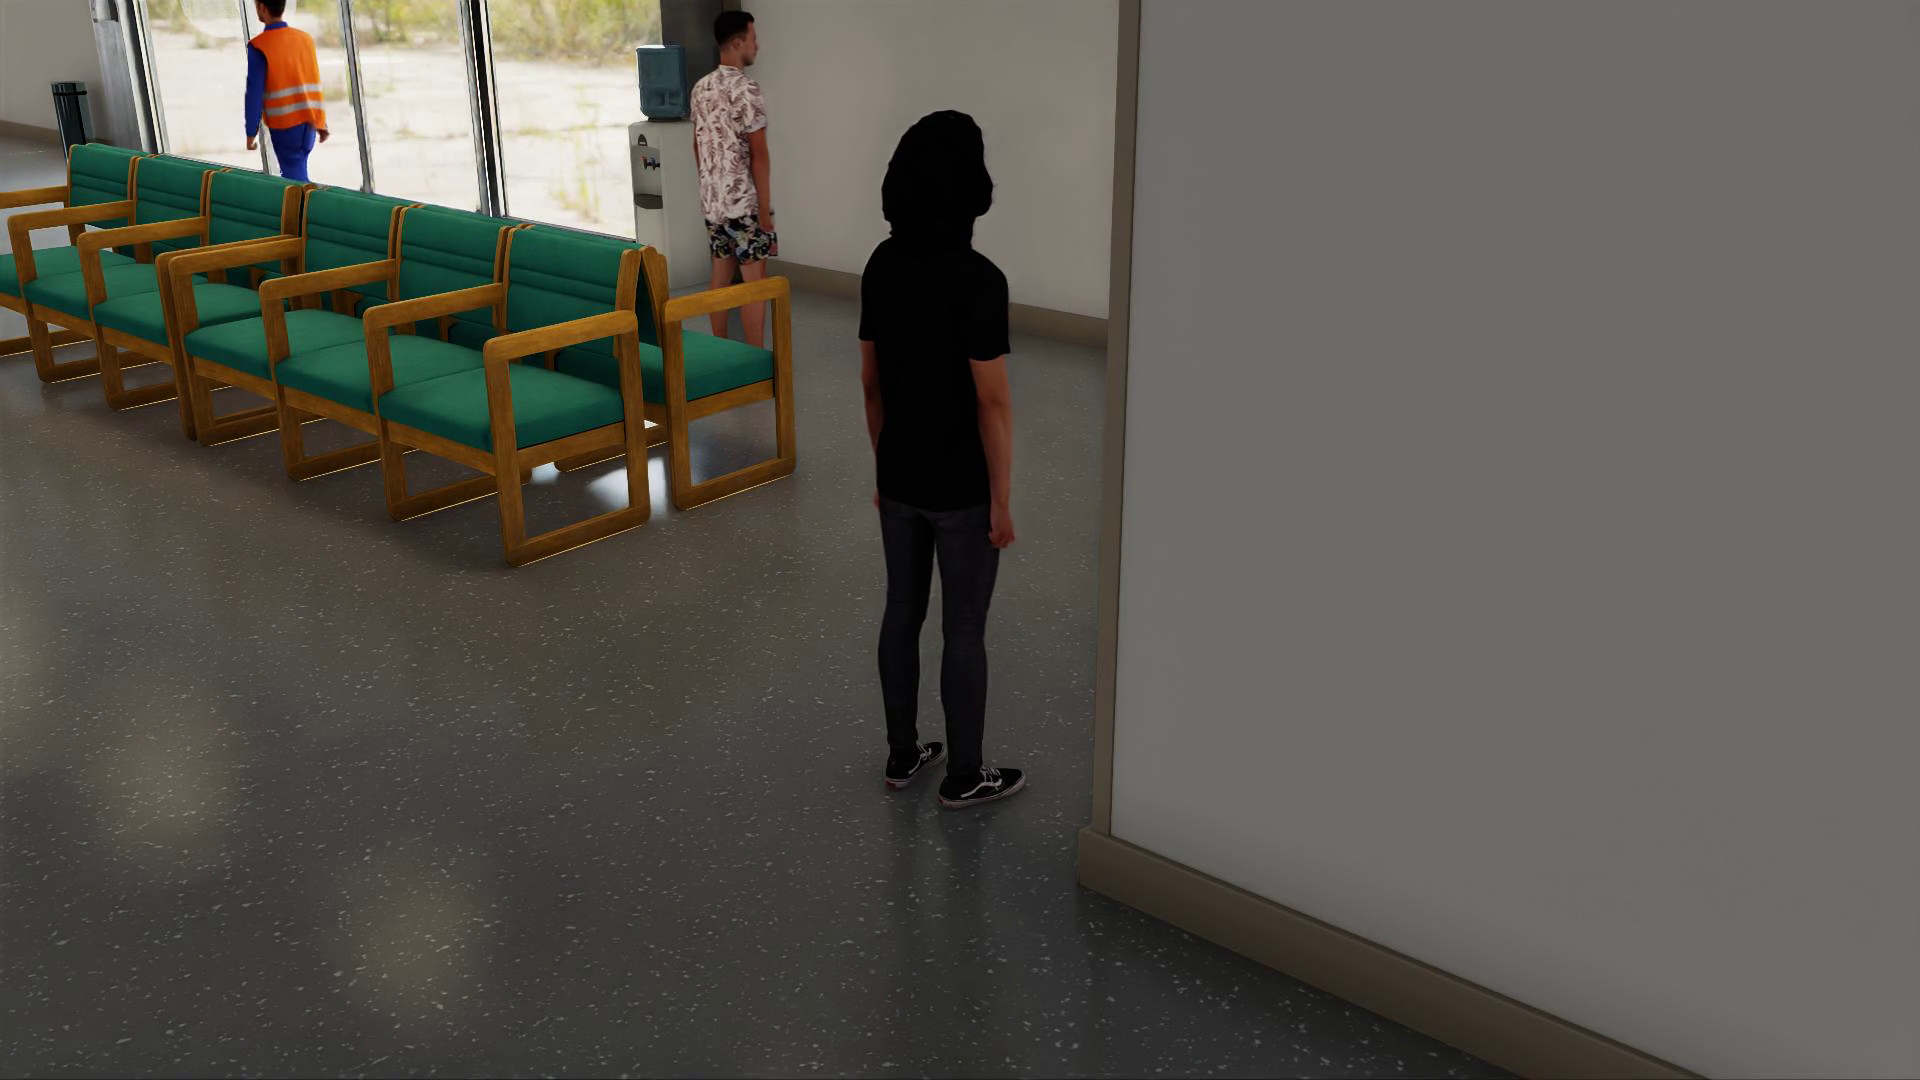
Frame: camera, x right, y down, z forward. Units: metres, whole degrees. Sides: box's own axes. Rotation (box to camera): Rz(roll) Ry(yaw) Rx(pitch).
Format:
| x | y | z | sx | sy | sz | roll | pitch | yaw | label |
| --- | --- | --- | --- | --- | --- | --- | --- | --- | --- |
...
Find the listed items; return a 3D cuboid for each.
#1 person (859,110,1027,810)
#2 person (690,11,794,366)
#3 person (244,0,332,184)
| x | y | z | sx | sy | sz | roll | pitch | yaw | label |
| --- | --- | --- | --- | --- | --- | --- | --- | --- | --- |
| -0.064 | -0.186 | 4.326 | 0.623 | 1.836 | 0.512 | 18 | 27 | 39 | person |
| -1.163 | -1.785 | 8.597 | 0.656 | 1.815 | 0.552 | 18 | 27 | 39 | person |
| -4.319 | -2.685 | 10.917 | 0.867 | 1.854 | 0.734 | 9 | 23 | 23 | person |
